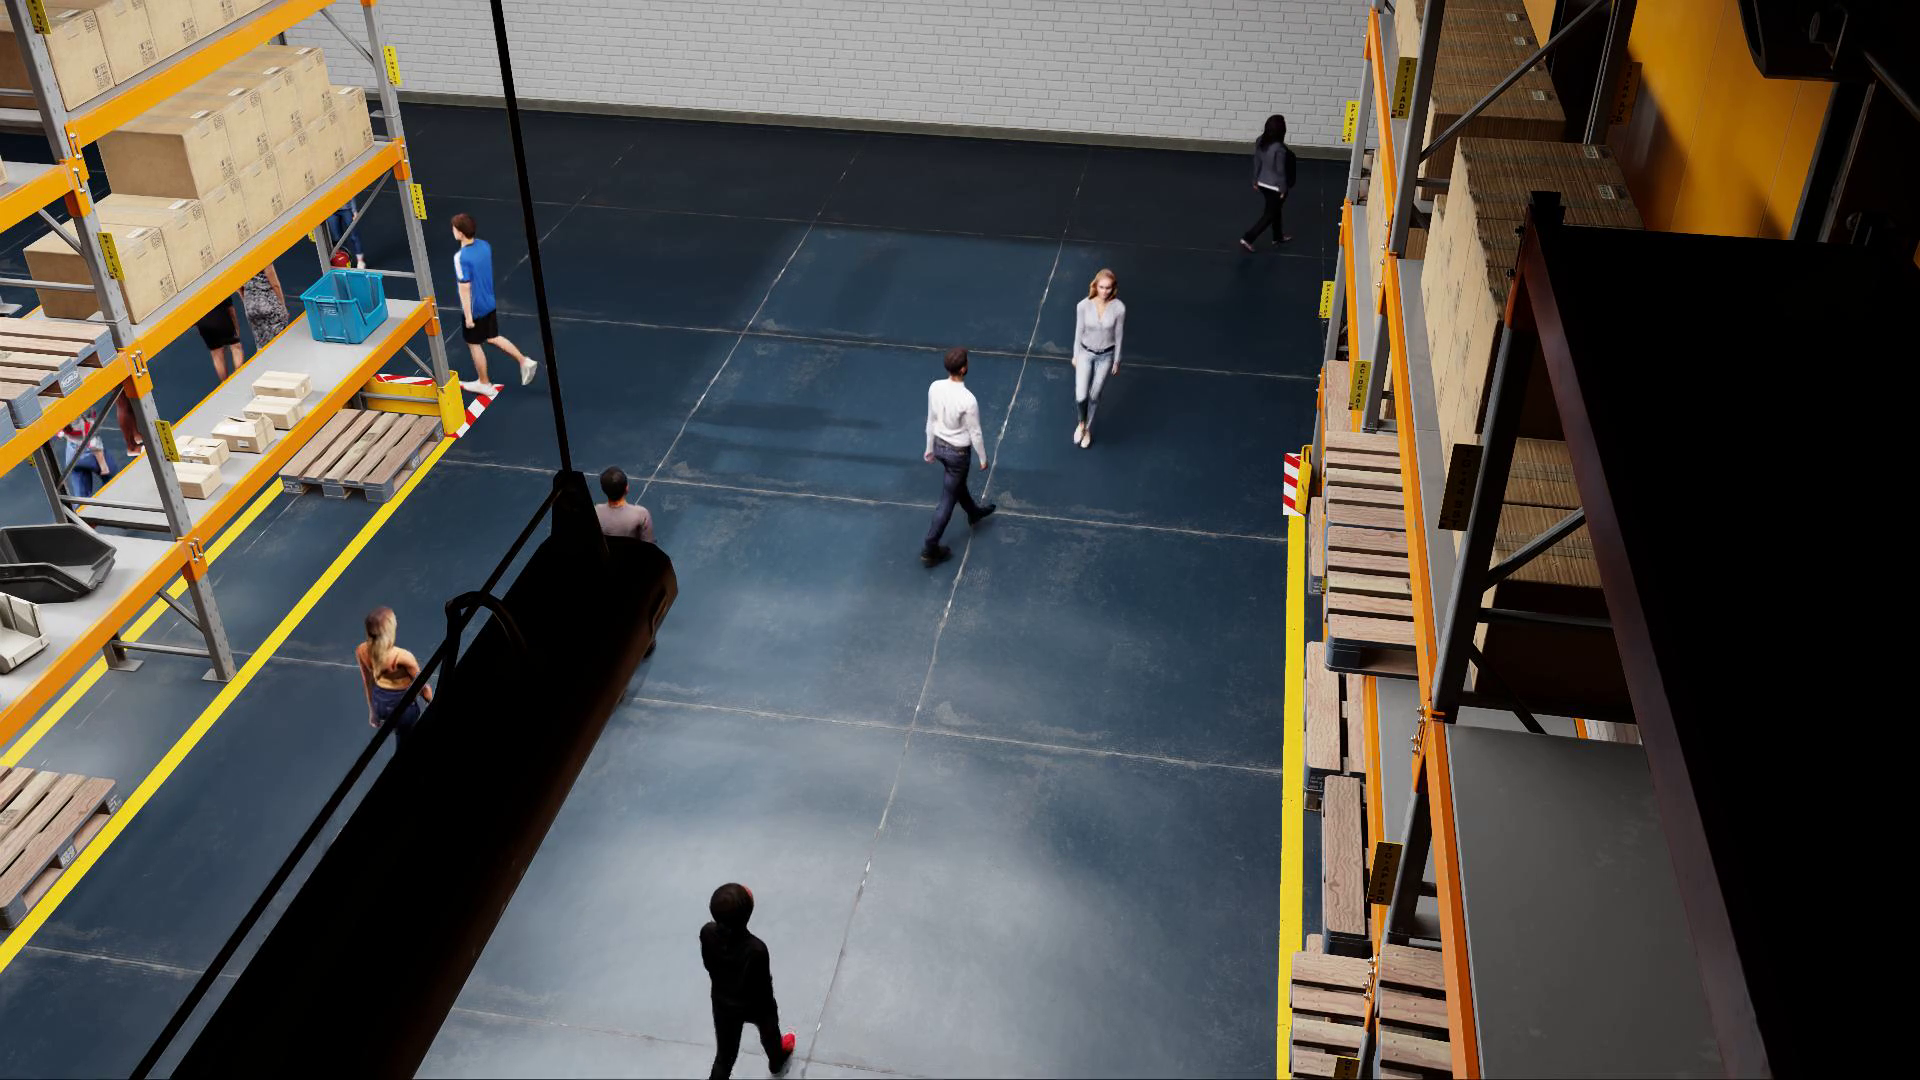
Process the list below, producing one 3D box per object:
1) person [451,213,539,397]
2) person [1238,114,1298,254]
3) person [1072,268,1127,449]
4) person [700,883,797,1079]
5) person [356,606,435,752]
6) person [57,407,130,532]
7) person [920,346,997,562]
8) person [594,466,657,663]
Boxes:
[{"bbox_3d":[-4.499,-2.216,15.846,0.753,1.845,0.950,8,34,11],"label":"person"},{"bbox_3d":[3.476,-4.001,18.771,1.063,1.579,1.079,-13,36,-19],"label":"person"},{"bbox_3d":[1.248,-1.682,15.106,0.625,1.775,0.598,6,34,9],"label":"person"},{"bbox_3d":[-1.214,2.532,8.890,0.778,1.639,1.128,14,36,20],"label":"person"},{"bbox_3d":[-3.742,1.178,10.952,0.657,1.609,0.784,12,36,18],"label":"person"},{"bbox_3d":[-7.251,-0.629,13.691,0.683,1.588,1.058,9,35,13],"label":"person"},{"bbox_3d":[-0.116,-0.658,13.526,1.090,1.819,1.295,28,42,35],"label":"person"},{"bbox_3d":[-2.466,0.277,12.180,0.977,1.751,0.676,6,34,8],"label":"person"}]
